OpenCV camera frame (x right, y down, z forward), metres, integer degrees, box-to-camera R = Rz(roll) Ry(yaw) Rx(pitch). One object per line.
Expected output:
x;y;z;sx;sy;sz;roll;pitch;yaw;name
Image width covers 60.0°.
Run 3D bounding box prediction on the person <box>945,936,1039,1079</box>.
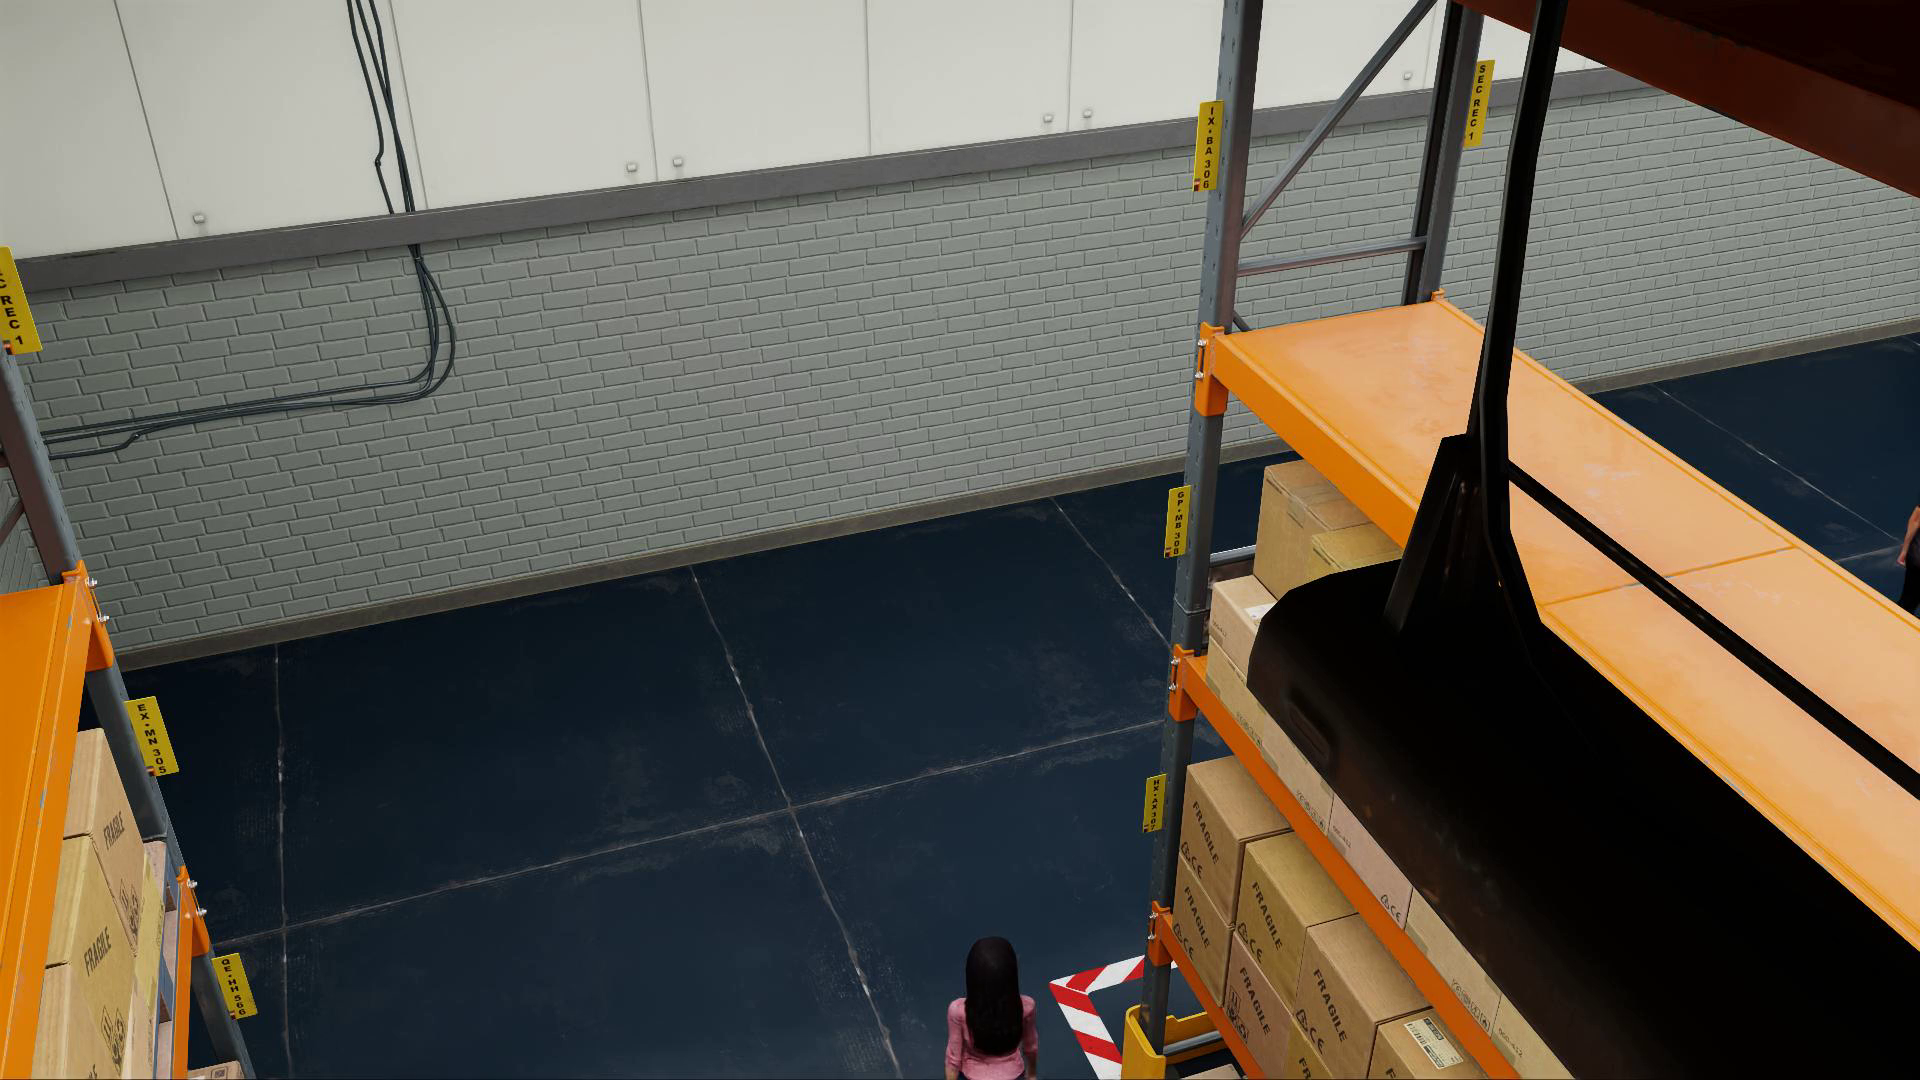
0.151;2.529;7.461;0.825;1.705;1.197;-2;32;-3;person
